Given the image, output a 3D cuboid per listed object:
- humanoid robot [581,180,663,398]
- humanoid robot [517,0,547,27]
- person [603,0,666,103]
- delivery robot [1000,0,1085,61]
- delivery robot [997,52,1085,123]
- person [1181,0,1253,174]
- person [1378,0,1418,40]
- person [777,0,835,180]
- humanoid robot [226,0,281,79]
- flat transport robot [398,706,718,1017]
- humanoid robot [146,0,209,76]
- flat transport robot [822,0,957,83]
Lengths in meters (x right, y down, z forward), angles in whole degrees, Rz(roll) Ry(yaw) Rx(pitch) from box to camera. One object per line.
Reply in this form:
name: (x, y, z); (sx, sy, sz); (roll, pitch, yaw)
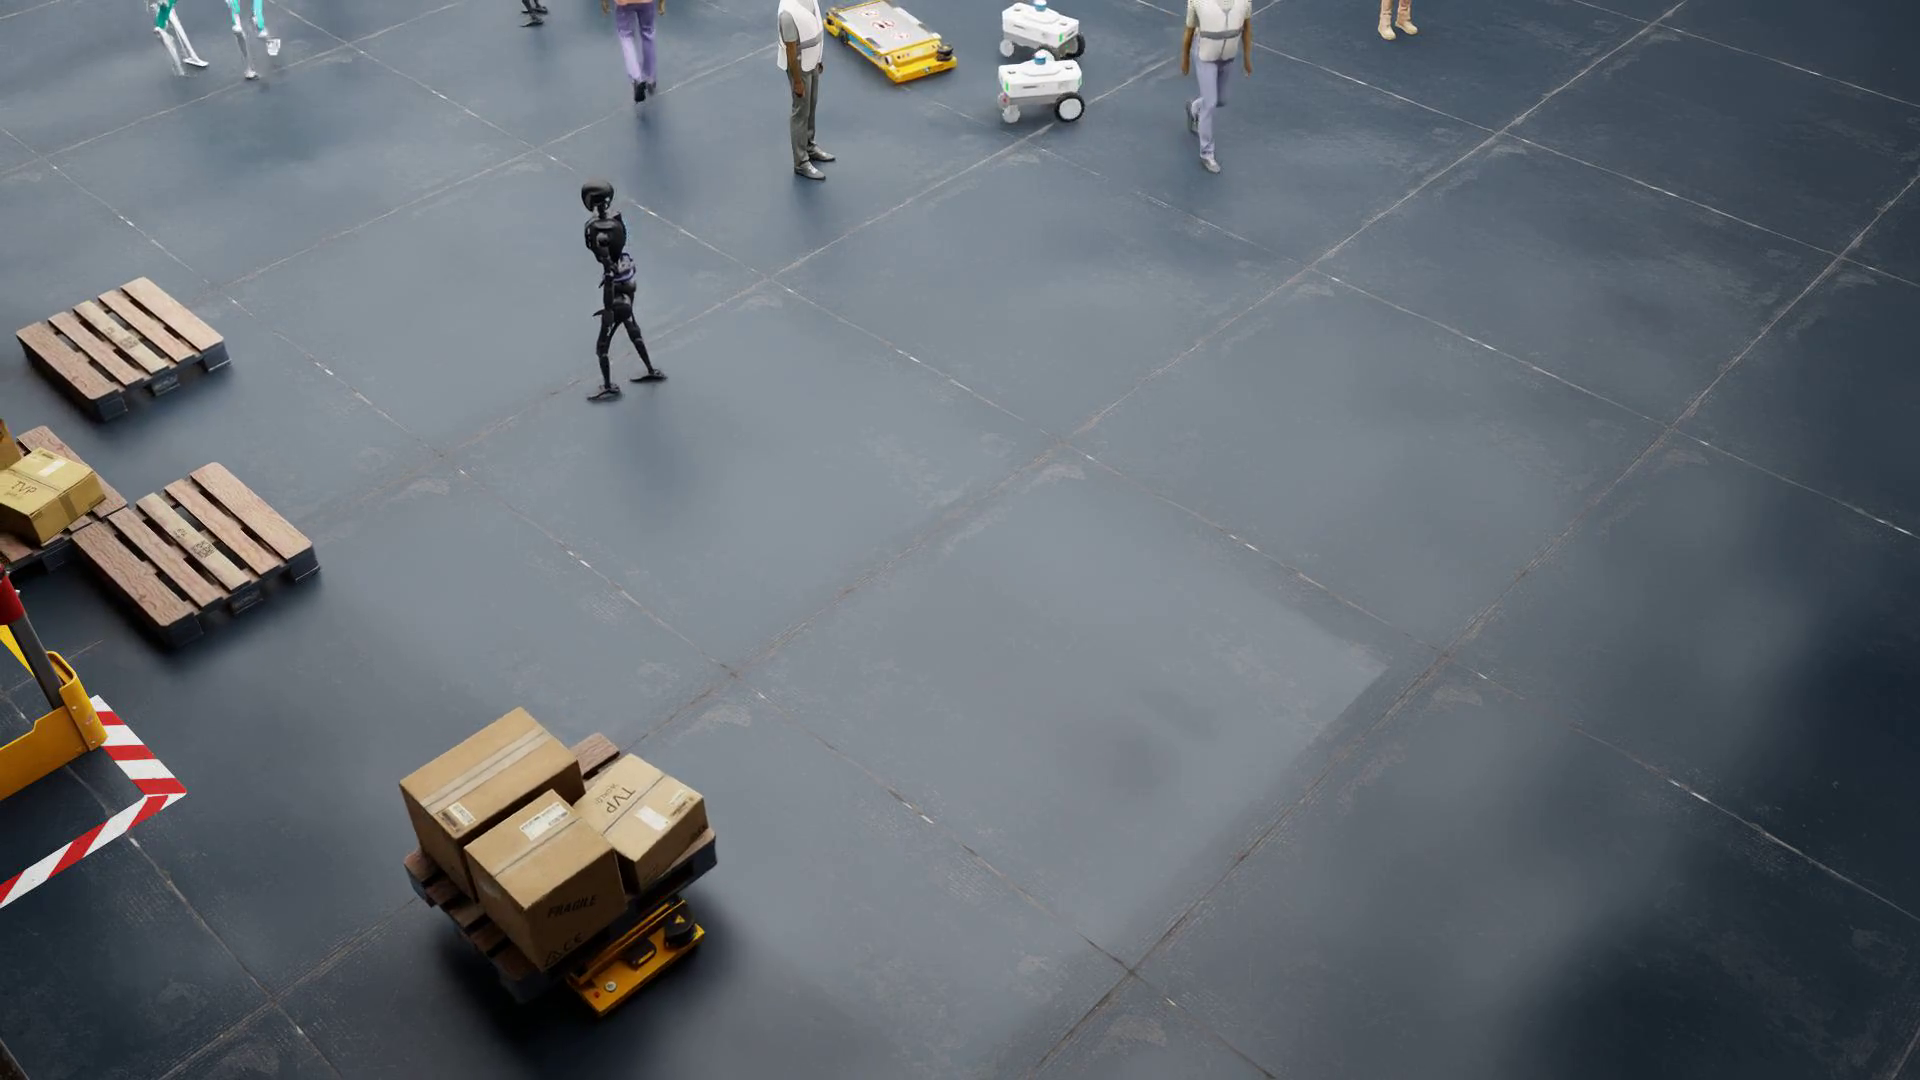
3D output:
humanoid robot: (-2.420, -1.731, 11.401); (0.606, 1.641, 0.589); (-6, 42, -7)
humanoid robot: (-4.241, -5.769, 15.884); (0.327, 1.639, 0.590); (-7, 42, -8)
person: (-2.865, -4.758, 14.648); (0.574, 1.826, 0.640); (-8, 43, -9)
delivery robot: (0.767, -4.749, 15.597); (0.794, 0.603, 0.499); (26, 48, 26)
delivery robot: (0.723, -4.045, 14.801); (0.773, 0.586, 0.499); (-7, 42, -7)
person: (2.104, -4.048, 13.872); (0.564, 1.815, 0.763); (-16, 44, -17)
person: (4.269, -5.601, 15.646); (0.474, 1.746, 0.320); (-17, 45, -18)
person: (-1.289, -3.888, 13.670); (0.390, 1.844, 0.565); (9, 43, 10)
humanoid robot: (-6.492, -4.997, 14.997); (0.543, 1.751, 1.005); (-8, 43, -8)
flat transport robot: (-2.016, 1.774, 8.554); (1.431, 0.231, 0.659); (33, 52, 31)
humanoid robot: (-7.271, -5.078, 15.099); (0.687, 1.837, 0.536); (17, 45, 18)
flat transport robot: (-0.683, -4.781, 15.840); (0.659, 0.231, 1.431); (-23, 47, -24)
